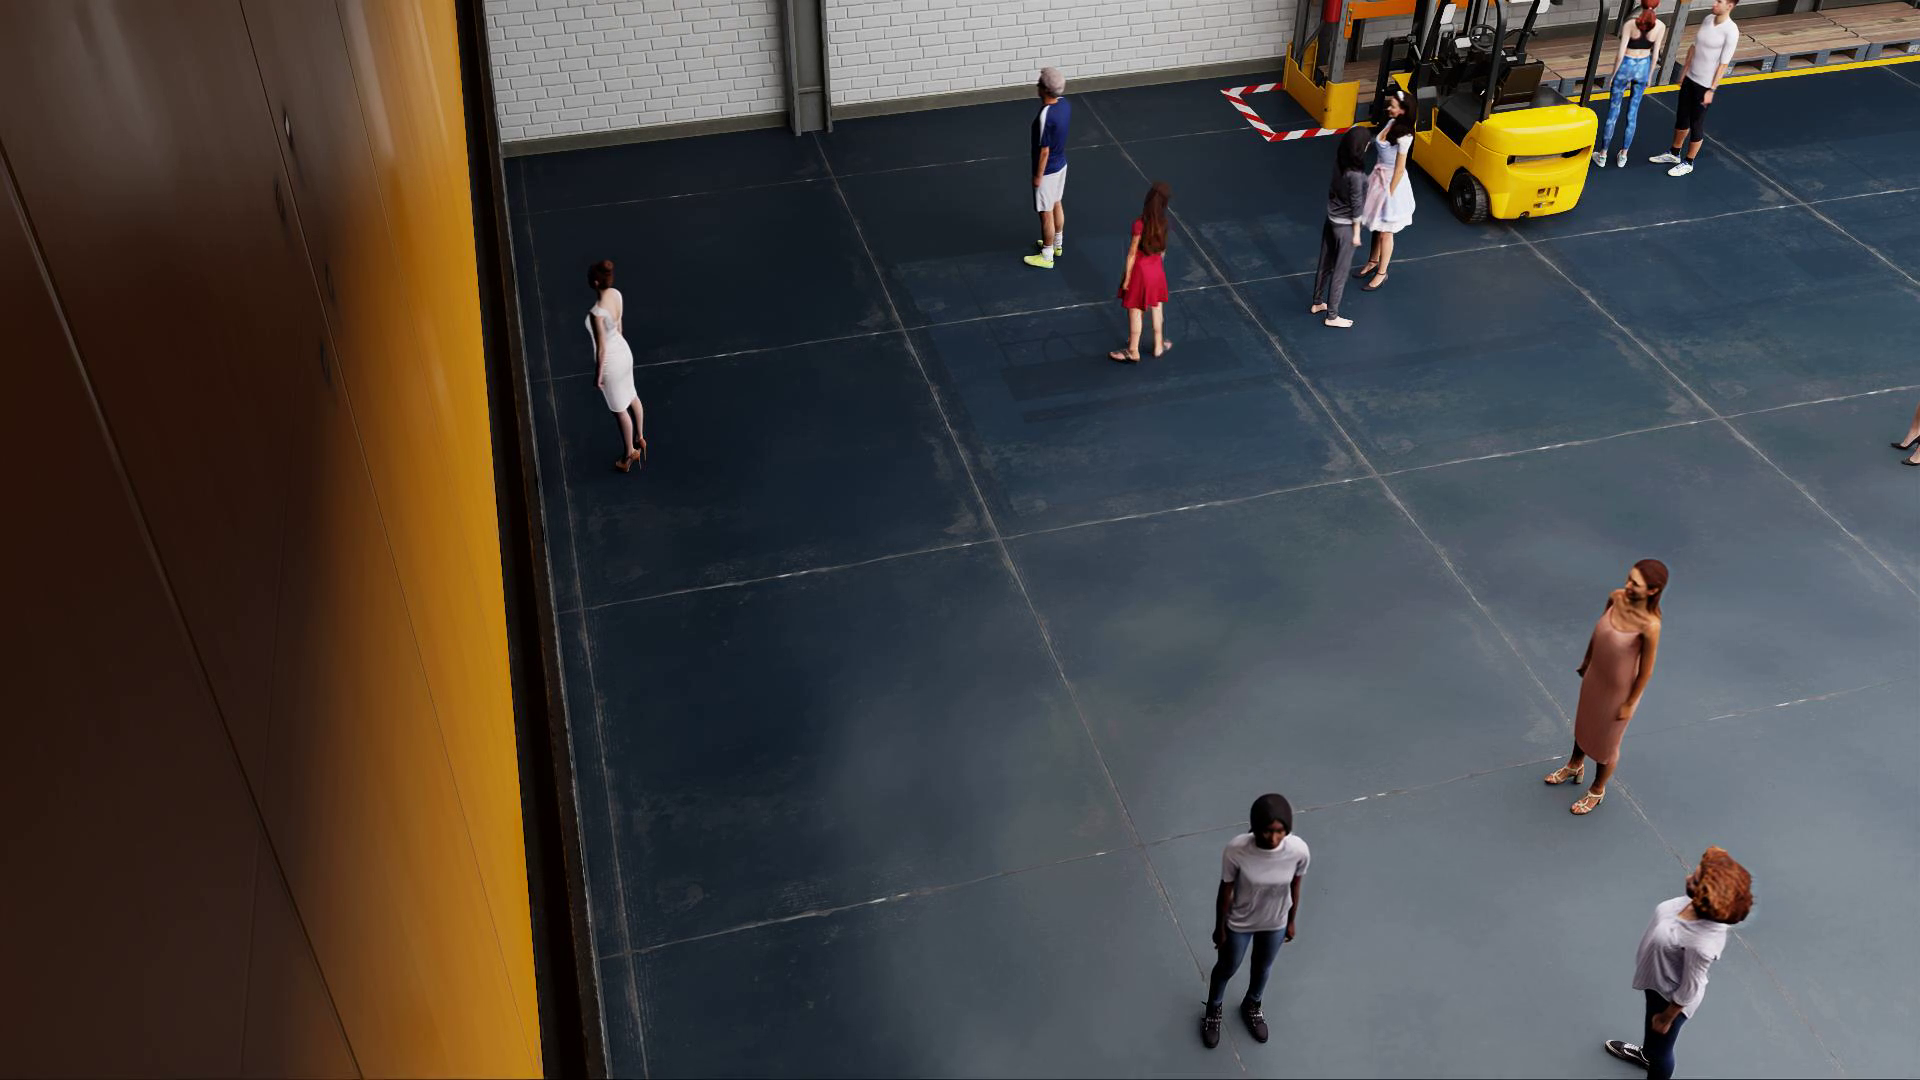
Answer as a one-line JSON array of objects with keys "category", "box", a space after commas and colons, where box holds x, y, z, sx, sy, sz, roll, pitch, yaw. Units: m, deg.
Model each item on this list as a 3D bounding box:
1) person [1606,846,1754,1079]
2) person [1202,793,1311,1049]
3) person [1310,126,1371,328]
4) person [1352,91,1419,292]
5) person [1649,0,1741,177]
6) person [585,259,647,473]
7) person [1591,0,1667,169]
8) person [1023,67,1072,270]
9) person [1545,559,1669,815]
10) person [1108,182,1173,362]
[{"category": "person", "box": [3.465, 2.134, 8.027, 0.782, 1.711, 0.750, 13, 41, 16]}, {"category": "person", "box": [1.468, 1.899, 8.314, 0.510, 1.720, 0.673, -4, 39, -5]}, {"category": "person", "box": [3.203, -2.639, 13.959, 0.517, 1.765, 0.598, -11, 40, -14]}, {"category": "person", "box": [3.696, -3.021, 14.396, 0.751, 1.818, 0.726, -5, 39, -6]}, {"category": "person", "box": [7.231, -4.484, 16.200, 0.549, 1.852, 0.656, -10, 40, -12]}, {"category": "person", "box": [-2.532, -1.282, 12.240, 0.649, 1.790, 0.643, 11, 40, 13]}, {"category": "person", "box": [6.572, -4.521, 16.301, 0.631, 1.785, 0.714, 4, 39, 5]}, {"category": "person", "box": [0.790, -3.306, 14.736, 0.762, 1.839, 0.721, 16, 41, 19]}, {"category": "person", "box": [3.752, 0.838, 9.553, 0.515, 1.831, 0.600, -12, 40, -14]}, {"category": "person", "box": [1.487, -2.152, 13.532, 0.856, 1.537, 0.679, 31, 48, 33]}]
